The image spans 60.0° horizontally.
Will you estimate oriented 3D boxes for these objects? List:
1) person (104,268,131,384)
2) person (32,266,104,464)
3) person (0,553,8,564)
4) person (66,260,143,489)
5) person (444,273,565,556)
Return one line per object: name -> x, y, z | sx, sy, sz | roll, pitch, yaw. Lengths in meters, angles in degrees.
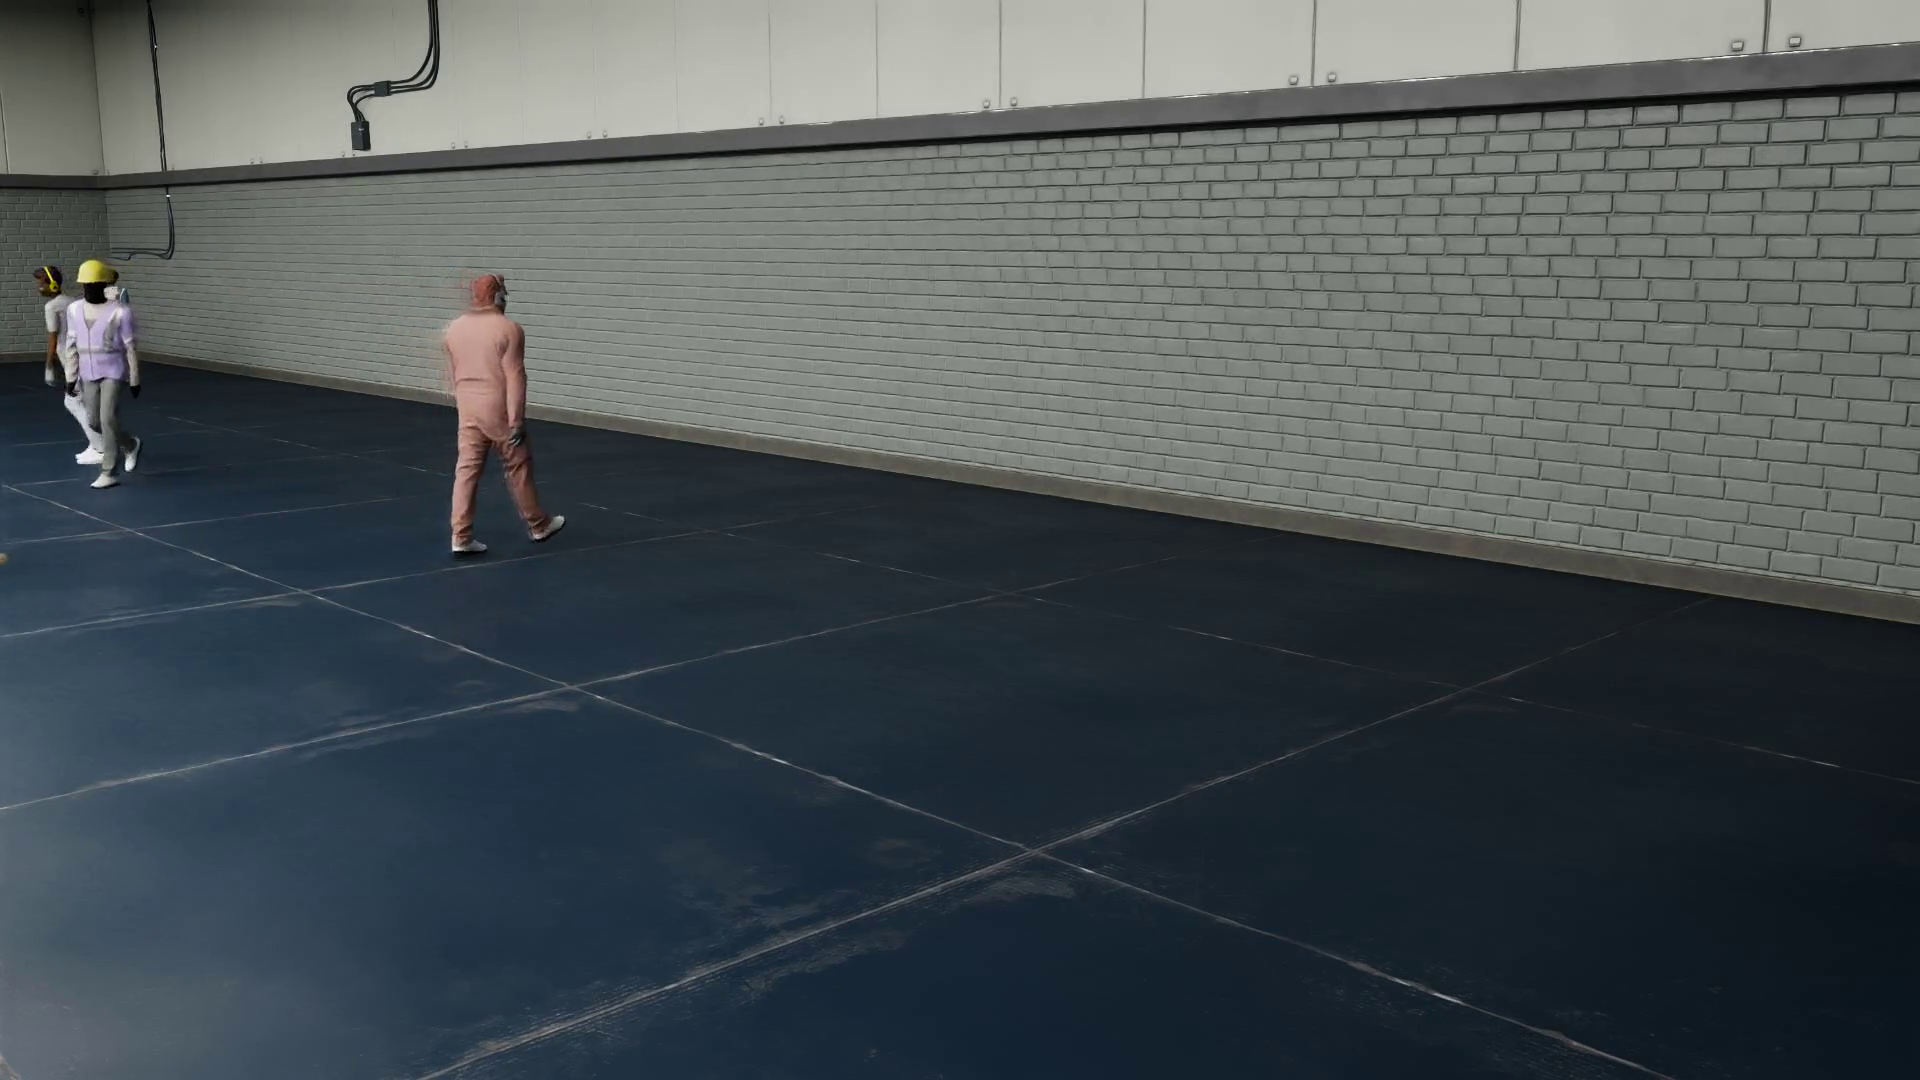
person -> -12.085, -3.052, 23.770 | 0.511, 1.640, 0.308 | 0, 10, -1
person -> -8.194, -1.611, 15.382 | 0.534, 1.830, 0.536 | -1, 10, -5
person -> -6.684, -0.811, 10.565 | 1.002, 2.000, 0.690 | -1, 10, -6
person -> -7.251, -1.428, 14.179 | 0.585, 1.907, 0.731 | 2, 11, 10
person -> -3.111, -0.852, 11.173 | 0.671, 1.849, 0.984 | 5, 11, 23
